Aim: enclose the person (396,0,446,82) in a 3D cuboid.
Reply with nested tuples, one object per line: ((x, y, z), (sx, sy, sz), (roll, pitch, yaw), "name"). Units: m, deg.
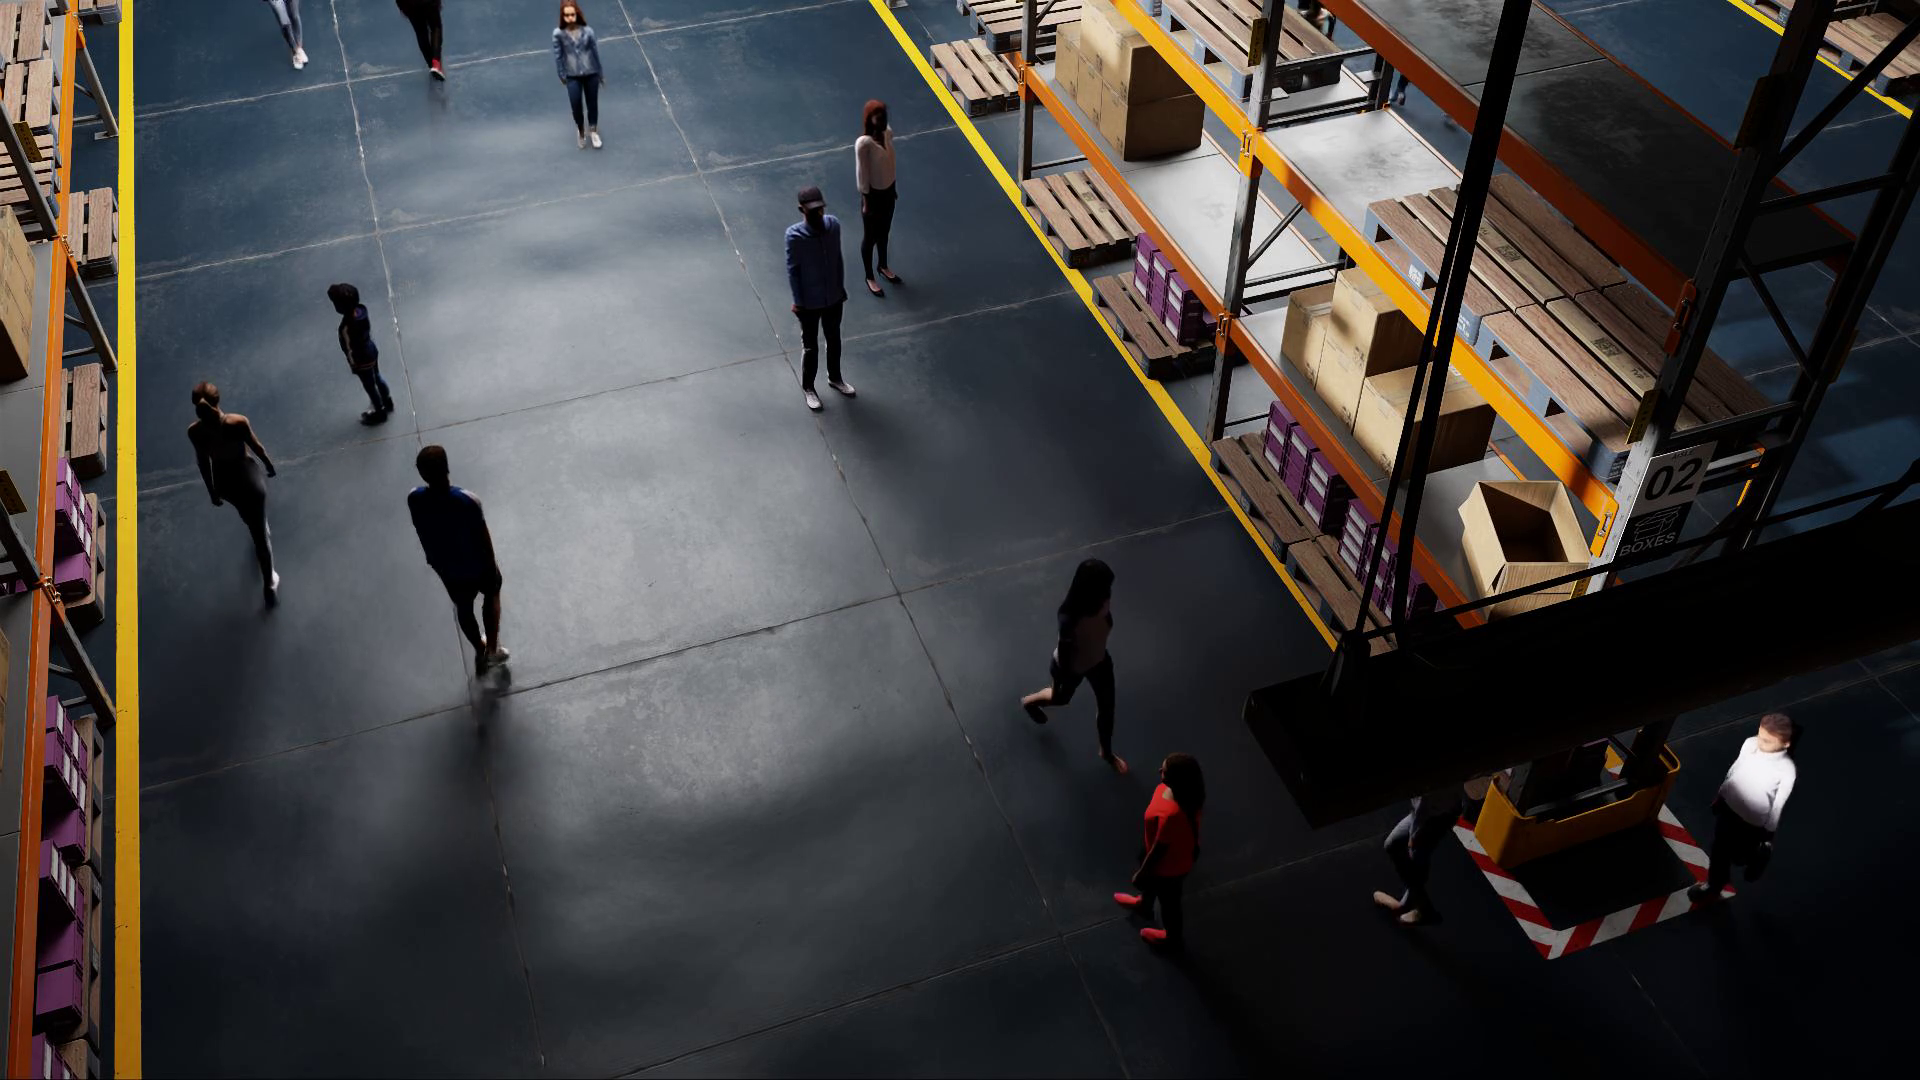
((-5.394, -5.339, 16.621), (0.649, 1.662, 0.838), (-10, 44, -10), "person")

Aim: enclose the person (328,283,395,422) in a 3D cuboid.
((-4.630, -1.458, 12.867), (0.640, 1.220, 0.523), (2, 44, 3), "person")

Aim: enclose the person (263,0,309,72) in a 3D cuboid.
((-6.945, -5.695, 16.971), (0.678, 1.695, 0.702), (-20, 47, -20), "person")

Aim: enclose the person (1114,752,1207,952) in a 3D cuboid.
((1.239, 1.752, 9.163), (0.879, 1.683, 0.820), (17, 46, 17), "person")

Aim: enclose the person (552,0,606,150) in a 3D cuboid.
((-3.613, -4.462, 15.841), (0.560, 1.468, 0.530), (-13, 45, -14), "person")

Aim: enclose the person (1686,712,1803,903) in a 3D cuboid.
((4.567, 1.507, 9.527), (0.652, 1.535, 0.740), (-23, 48, -22), "person")

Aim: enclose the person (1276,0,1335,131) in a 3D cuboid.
((3.197, -4.405, 15.596), (0.741, 1.723, 1.241), (-7, 44, -7), "person")

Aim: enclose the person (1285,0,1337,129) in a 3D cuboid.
((3.453, -4.792, 16.066), (1.031, 1.635, 1.035), (24, 48, 23), "person")

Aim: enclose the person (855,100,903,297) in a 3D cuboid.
((-0.693, -2.887, 13.976), (0.690, 1.761, 0.667), (26, 49, 24), "person")

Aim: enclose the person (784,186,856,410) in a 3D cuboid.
((-1.093, -1.898, 12.845), (0.711, 1.888, 0.660), (-26, 49, -25), "person")

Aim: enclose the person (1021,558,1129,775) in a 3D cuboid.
((0.688, 0.707, 10.265), (1.144, 1.676, 0.894), (34, 53, 31), "person")

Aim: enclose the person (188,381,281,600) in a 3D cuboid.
((-4.905, -0.312, 11.350), (0.601, 1.655, 1.104), (-13, 45, -13), "person")

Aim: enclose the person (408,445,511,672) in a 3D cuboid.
((-3.227, 0.189, 10.681), (0.758, 1.851, 0.822), (-2, 44, -2), "person")

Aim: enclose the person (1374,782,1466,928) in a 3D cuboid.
((2.696, 1.588, 9.266), (0.729, 1.777, 0.785), (-32, 52, -29), "person")
